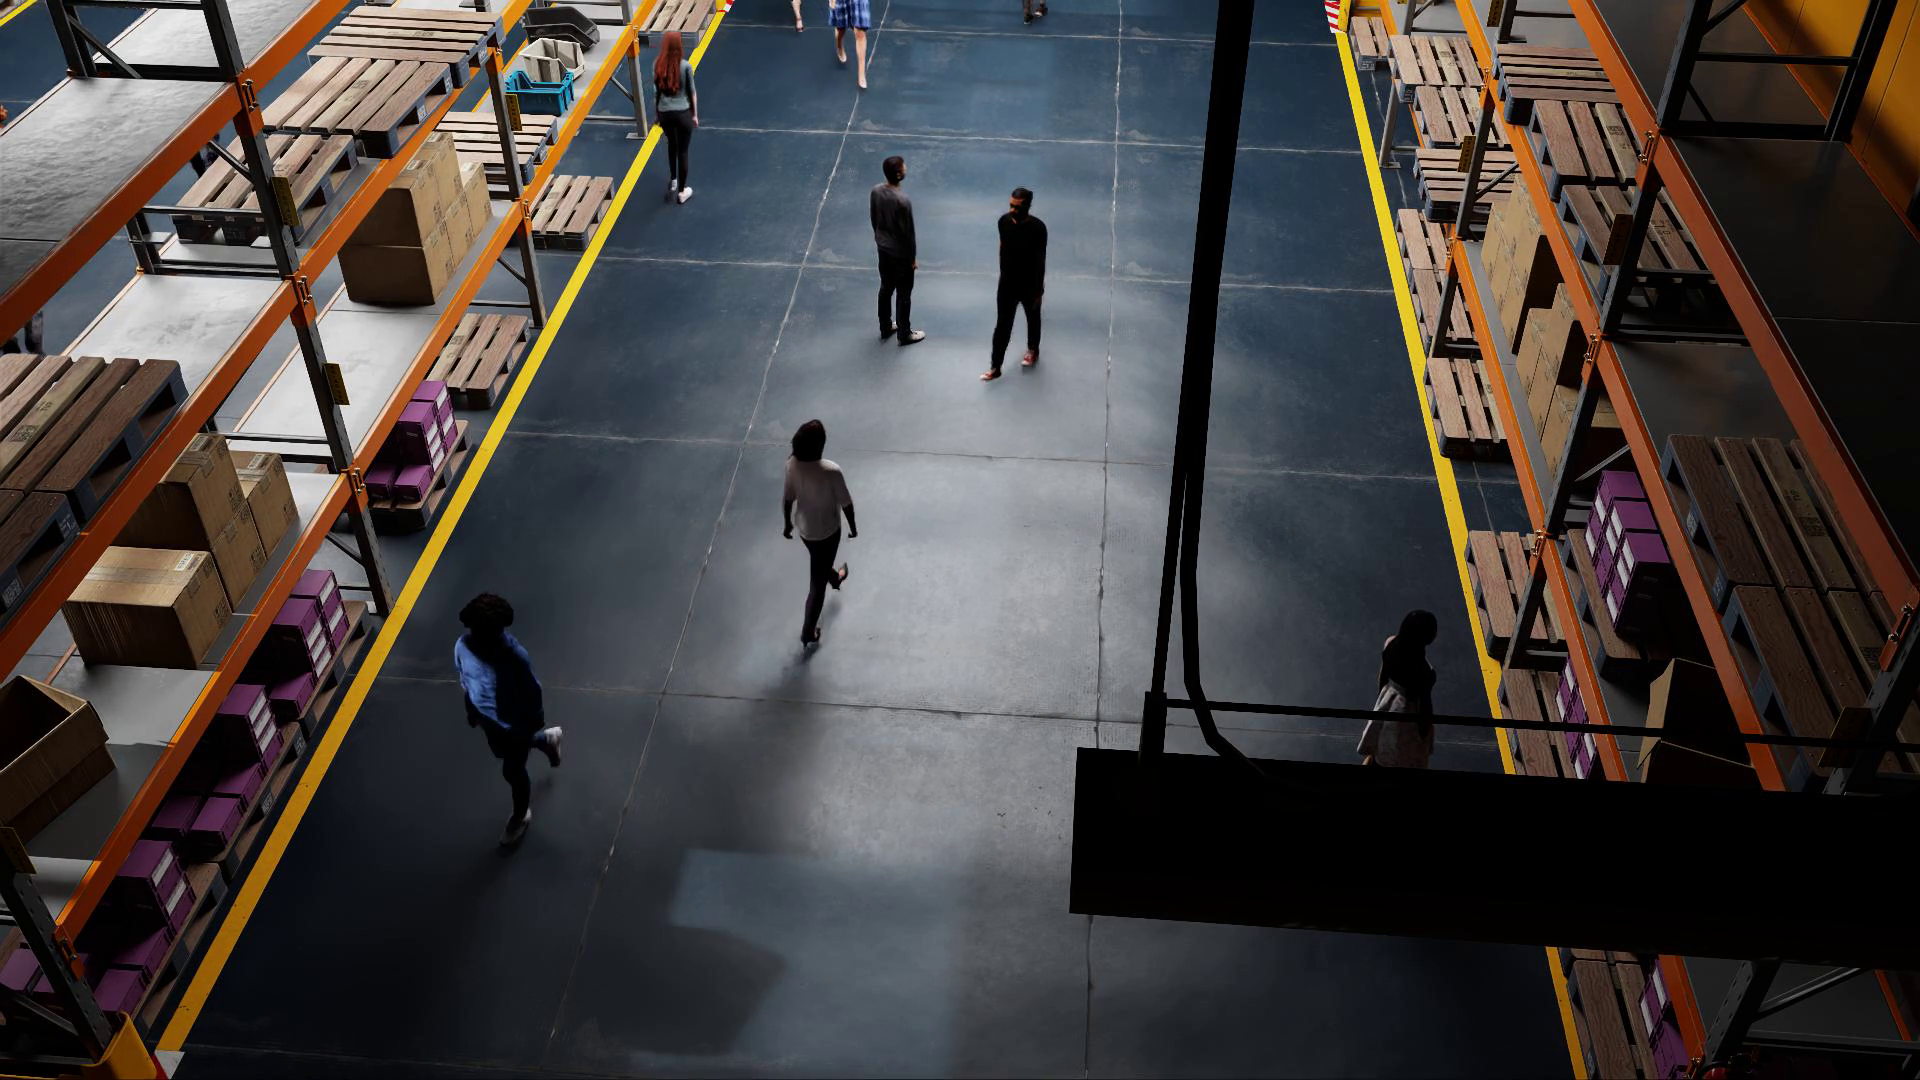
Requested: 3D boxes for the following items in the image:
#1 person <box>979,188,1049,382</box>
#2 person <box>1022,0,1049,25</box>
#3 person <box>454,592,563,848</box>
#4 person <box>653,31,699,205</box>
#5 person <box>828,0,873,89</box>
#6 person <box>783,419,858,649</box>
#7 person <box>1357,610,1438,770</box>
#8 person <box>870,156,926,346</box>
[{"bbox_3d":[0.574,-2.234,14.239,0.901,1.727,1.129,17,42,20],"label":"person"},{"bbox_3d":[0.875,-7.241,20.462,0.689,1.785,0.737,6,39,8],"label":"person"},{"bbox_3d":[-2.730,0.992,10.153,0.906,1.786,1.143,16,41,19],"label":"person"},{"bbox_3d":[-2.879,-4.230,16.743,0.591,1.721,0.618,4,39,4],"label":"person"},{"bbox_3d":[-1.297,-6.164,19.130,0.879,1.765,1.223,-8,39,-10],"label":"person"},{"bbox_3d":[-1.020,0.018,11.398,0.864,1.754,1.146,15,41,18],"label":"person"},{"bbox_3d":[2.639,1.115,10.007,0.829,1.775,0.745,-18,42,-21],"label":"person"},{"bbox_3d":[-0.568,-2.546,14.602,0.698,1.760,0.722,29,47,31],"label":"person"}]
